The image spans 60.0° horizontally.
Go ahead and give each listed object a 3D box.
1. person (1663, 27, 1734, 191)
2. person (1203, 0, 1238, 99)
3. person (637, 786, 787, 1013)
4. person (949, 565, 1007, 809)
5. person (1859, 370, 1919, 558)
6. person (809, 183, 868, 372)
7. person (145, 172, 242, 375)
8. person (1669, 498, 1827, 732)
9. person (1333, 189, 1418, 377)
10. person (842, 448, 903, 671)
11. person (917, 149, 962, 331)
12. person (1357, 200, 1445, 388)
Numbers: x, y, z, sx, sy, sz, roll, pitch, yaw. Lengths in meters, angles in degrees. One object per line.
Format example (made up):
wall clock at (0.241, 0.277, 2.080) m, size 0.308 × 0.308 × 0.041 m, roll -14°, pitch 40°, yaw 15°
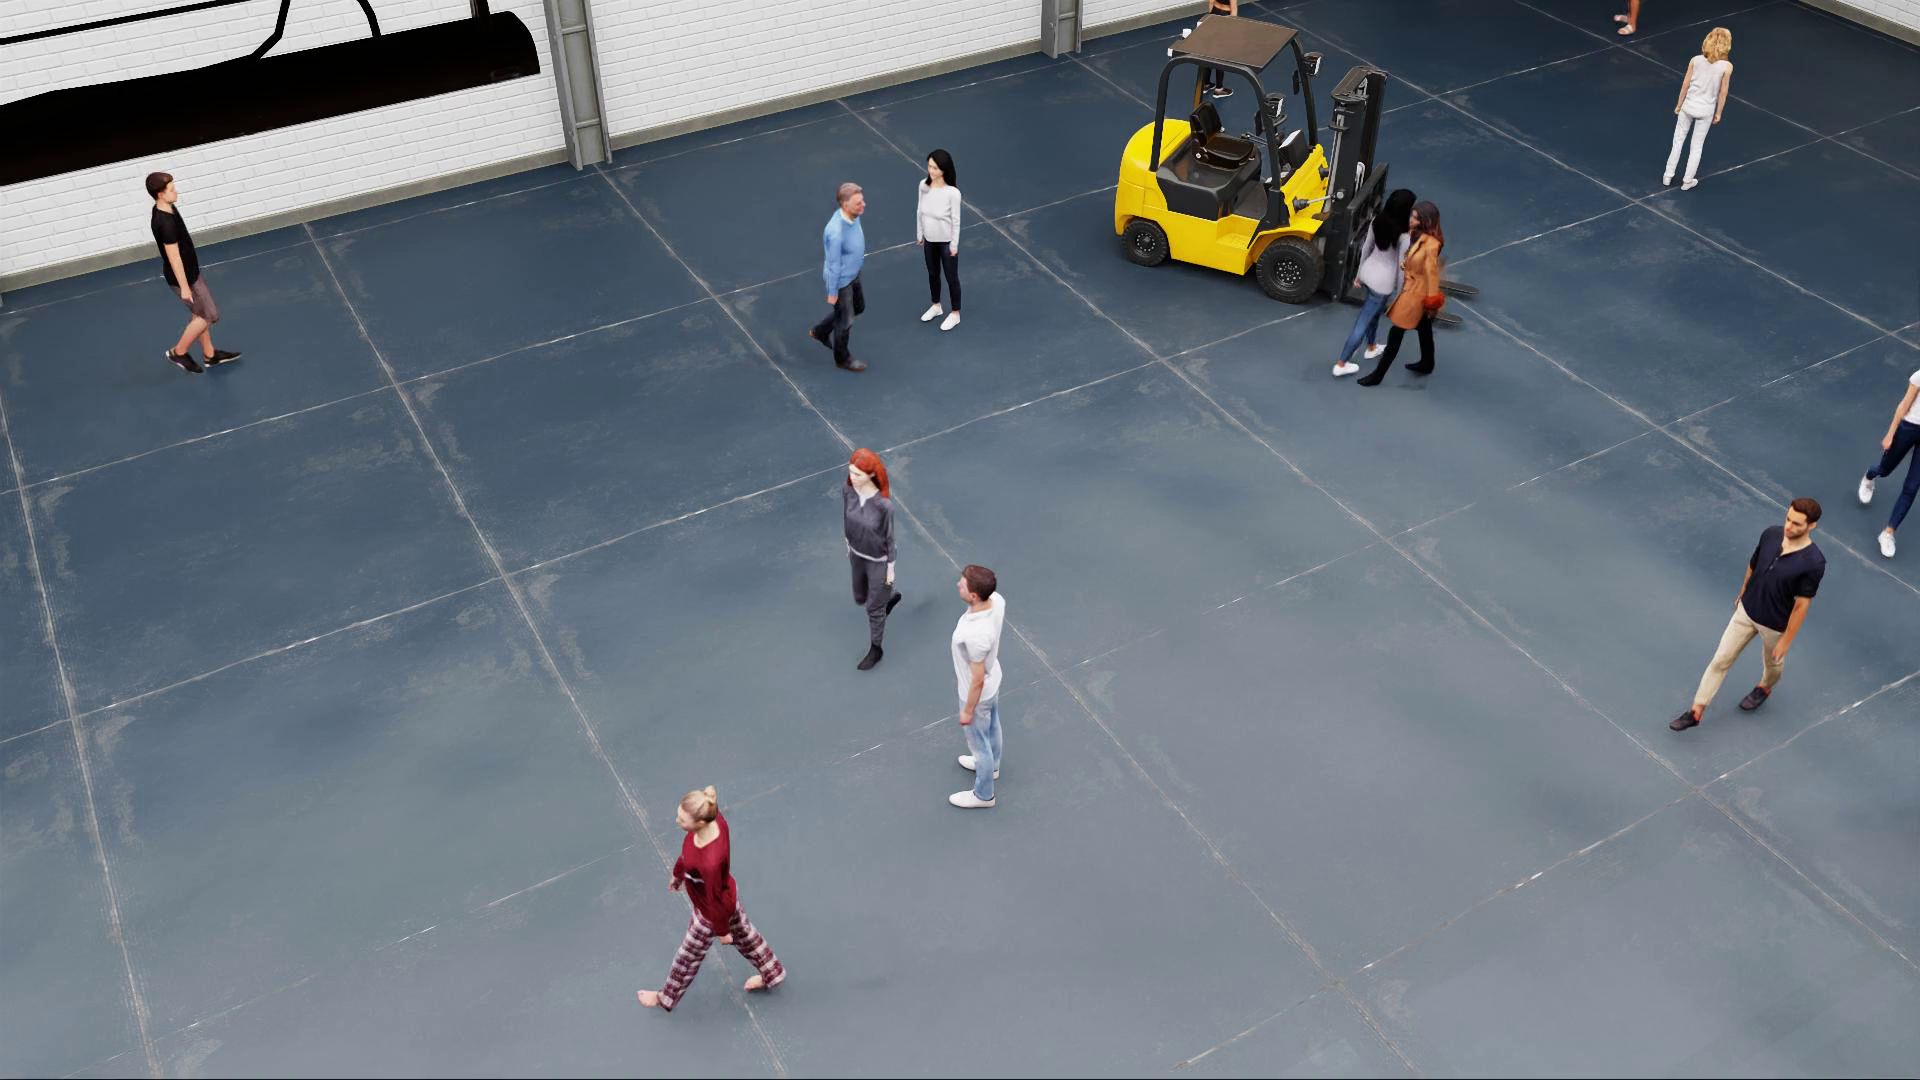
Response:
person at (7.512, -4.399, 16.937) m, size 0.688 × 1.669 × 0.688 m, roll 23°, pitch 44°, yaw 26°
person at (2.936, -5.821, 18.739) m, size 0.545 × 1.643 × 0.592 m, roll -29°, pitch 47°, yaw -31°
person at (-1.256, 1.939, 9.010) m, size 1.150 × 1.659 × 0.904 m, roll -4°, pitch 39°, yaw -5°
person at (0.128, 0.889, 10.171) m, size 0.775 × 1.851 × 0.718 m, roll 9°, pitch 39°, yaw 11°
person at (7.086, -0.796, 12.365) m, size 1.073 × 1.745 × 1.131 m, roll 10°, pitch 40°, yaw 12°
person at (-1.075, -2.260, 14.166) m, size 0.991 × 1.786 × 0.936 m, roll 9°, pitch 40°, yaw 12°
person at (-6.662, -2.238, 14.086) m, size 0.813 × 1.851 × 0.690 m, roll -17°, pitch 42°, yaw -20°
person at (5.262, 0.475, 10.726) m, size 1.142 × 1.805 × 0.690 m, roll -21°, pitch 43°, yaw -25°
person at (3.462, -2.146, 14.089) m, size 0.913 × 1.703 × 0.647 m, roll -21°, pitch 43°, yaw -24°
person at (-0.540, 0.077, 11.253) m, size 0.780 × 1.769 × 0.920 m, roll 24°, pitch 45°, yaw 27°
person at (-0.155, -2.678, 14.758) m, size 0.681 × 1.700 × 0.678 m, roll 23°, pitch 44°, yaw 26°
person at (3.892, -2.062, 13.995) m, size 1.100 × 1.690 × 0.918 m, roll -5°, pitch 39°, yaw -6°
